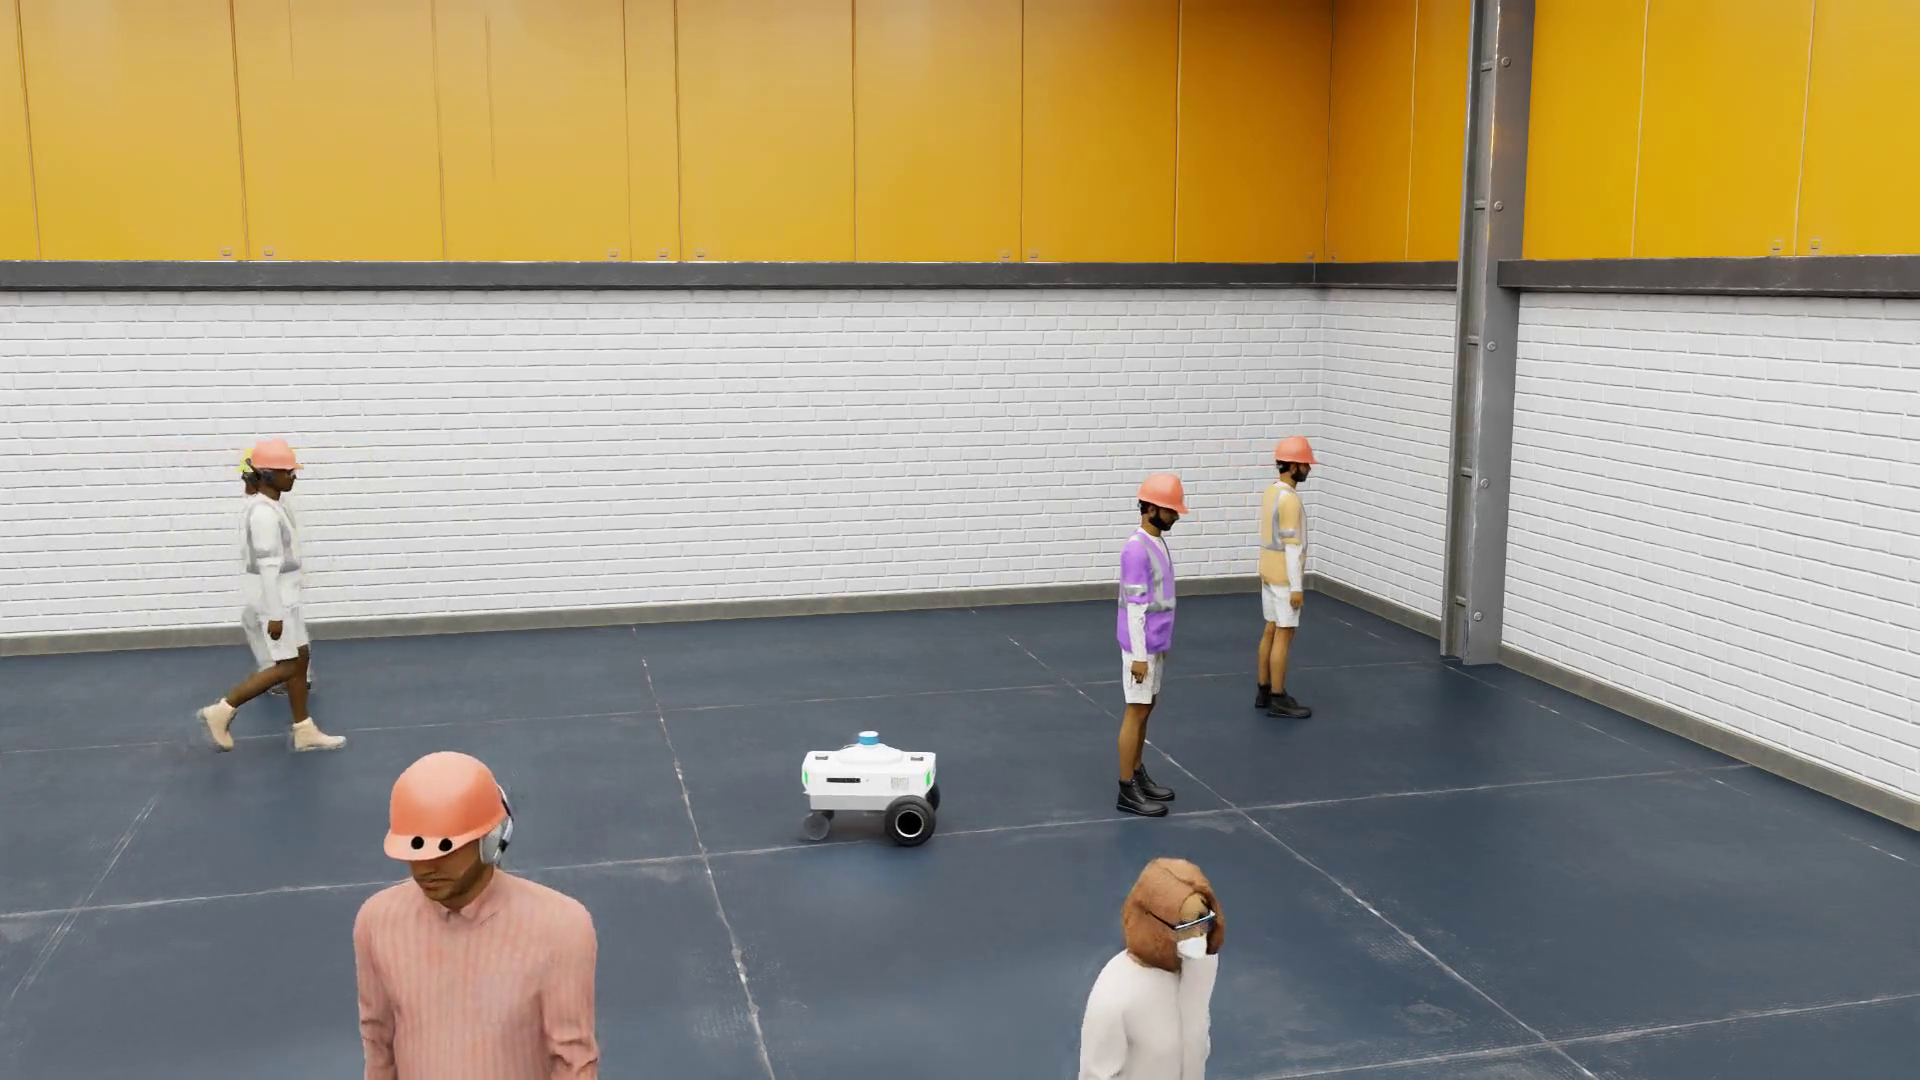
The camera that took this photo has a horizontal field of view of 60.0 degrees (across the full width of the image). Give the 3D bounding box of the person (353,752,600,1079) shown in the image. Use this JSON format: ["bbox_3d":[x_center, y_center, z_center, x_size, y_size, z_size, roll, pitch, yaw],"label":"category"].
[{"bbox_3d":[-1.124,1.450,3.827,0.611,1.962,0.768,0,9,3],"label":"person"}]

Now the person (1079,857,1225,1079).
[{"bbox_3d":[0.444,1.551,4.358,0.545,1.583,0.857,-8,12,-42],"label":"person"}]

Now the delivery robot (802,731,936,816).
[{"bbox_3d":[-0.491,1.278,8.979,0.707,0.478,0.477,0,9,2],"label":"delivery robot"}]

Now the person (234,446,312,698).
[{"bbox_3d":[-4.953,0.240,11.818,0.617,1.808,0.597,-4,10,-23],"label":"person"}]

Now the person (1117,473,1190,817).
[{"bbox_3d":[1.084,0.577,9.372,0.387,1.927,0.548,3,10,18],"label":"person"}]

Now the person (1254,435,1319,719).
[{"bbox_3d":[2.248,0.249,11.396,0.378,1.933,0.551,-1,9,-7],"label":"person"}]

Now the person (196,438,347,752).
[{"bbox_3d":[-4.327,0.372,10.369,0.780,2.022,0.619,-3,10,-20],"label":"person"}]
